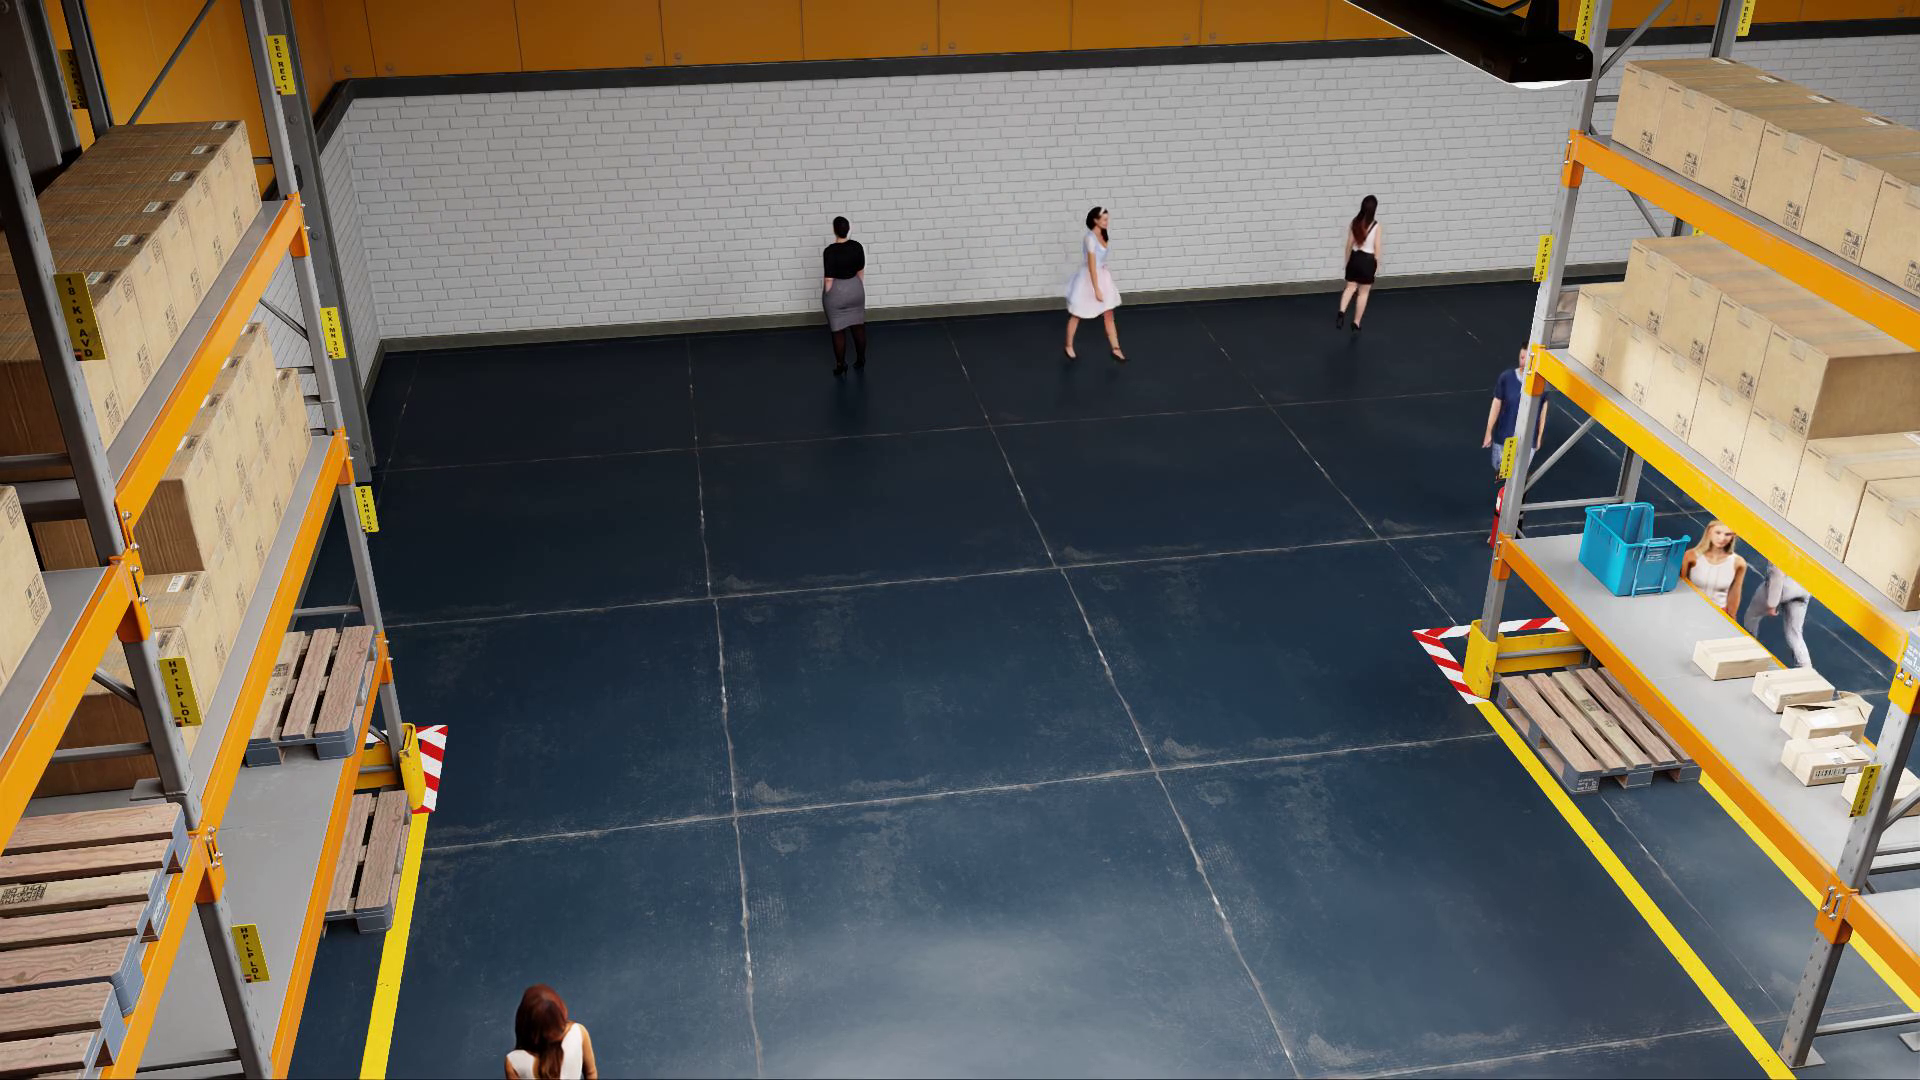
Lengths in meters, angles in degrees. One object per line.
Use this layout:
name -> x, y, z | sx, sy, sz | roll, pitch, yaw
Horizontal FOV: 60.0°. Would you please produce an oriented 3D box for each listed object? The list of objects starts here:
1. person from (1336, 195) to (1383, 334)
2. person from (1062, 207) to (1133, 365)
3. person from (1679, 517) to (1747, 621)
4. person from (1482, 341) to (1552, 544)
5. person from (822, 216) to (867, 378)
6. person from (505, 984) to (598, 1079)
person -> 4.531, -3.084, 18.911 | 0.835, 1.636, 0.902 | 18, 33, 29
person -> 1.336, -2.762, 18.176 | 1.115, 1.776, 1.082 | 17, 33, 28
person -> 5.332, 0.596, 11.993 | 0.716, 1.800, 0.742 | 8, 30, 15
person -> 4.948, -0.906, 14.790 | 1.109, 1.760, 1.213 | 16, 33, 27
person -> -1.244, -2.631, 17.956 | 0.768, 1.756, 0.768 | -18, 34, -30
person -> -1.901, 2.818, 7.937 | 0.655, 1.785, 0.653 | -18, 33, -29
